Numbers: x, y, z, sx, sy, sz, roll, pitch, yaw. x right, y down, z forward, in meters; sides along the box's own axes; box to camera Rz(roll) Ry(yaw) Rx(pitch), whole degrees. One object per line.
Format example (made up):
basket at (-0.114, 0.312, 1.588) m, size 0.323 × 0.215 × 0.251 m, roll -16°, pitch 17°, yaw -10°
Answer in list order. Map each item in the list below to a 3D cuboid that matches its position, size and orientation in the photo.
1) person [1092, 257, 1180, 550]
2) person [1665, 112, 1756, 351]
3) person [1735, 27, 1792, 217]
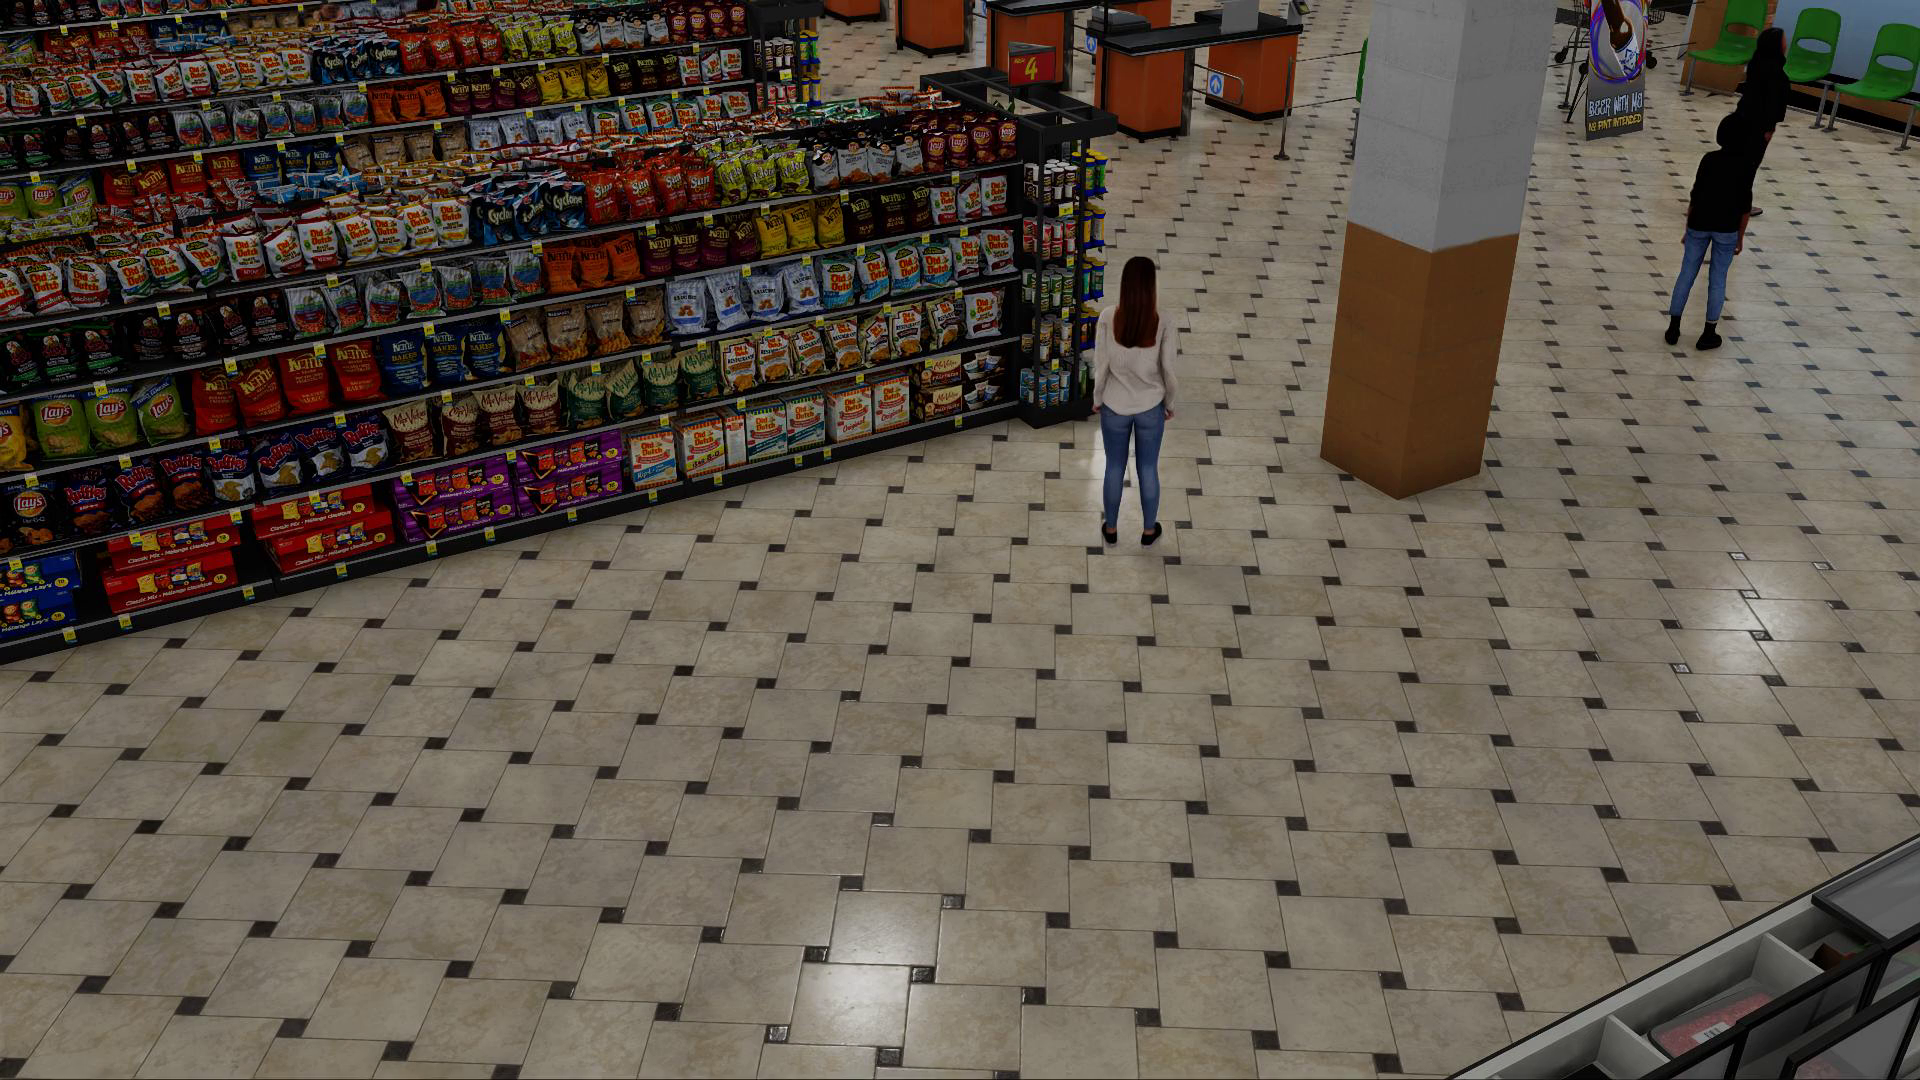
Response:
person at (0.962, -0.748, 9.207) m, size 0.690 × 1.692 × 0.770 m, roll 5°, pitch 29°, yaw 8°
person at (5.365, -2.196, 11.850) m, size 0.650 × 1.702 × 0.662 m, roll 18°, pitch 33°, yaw 30°
person at (7.021, -3.696, 14.688) m, size 0.763 × 1.615 × 0.742 m, roll -2°, pitch 29°, yaw -4°
